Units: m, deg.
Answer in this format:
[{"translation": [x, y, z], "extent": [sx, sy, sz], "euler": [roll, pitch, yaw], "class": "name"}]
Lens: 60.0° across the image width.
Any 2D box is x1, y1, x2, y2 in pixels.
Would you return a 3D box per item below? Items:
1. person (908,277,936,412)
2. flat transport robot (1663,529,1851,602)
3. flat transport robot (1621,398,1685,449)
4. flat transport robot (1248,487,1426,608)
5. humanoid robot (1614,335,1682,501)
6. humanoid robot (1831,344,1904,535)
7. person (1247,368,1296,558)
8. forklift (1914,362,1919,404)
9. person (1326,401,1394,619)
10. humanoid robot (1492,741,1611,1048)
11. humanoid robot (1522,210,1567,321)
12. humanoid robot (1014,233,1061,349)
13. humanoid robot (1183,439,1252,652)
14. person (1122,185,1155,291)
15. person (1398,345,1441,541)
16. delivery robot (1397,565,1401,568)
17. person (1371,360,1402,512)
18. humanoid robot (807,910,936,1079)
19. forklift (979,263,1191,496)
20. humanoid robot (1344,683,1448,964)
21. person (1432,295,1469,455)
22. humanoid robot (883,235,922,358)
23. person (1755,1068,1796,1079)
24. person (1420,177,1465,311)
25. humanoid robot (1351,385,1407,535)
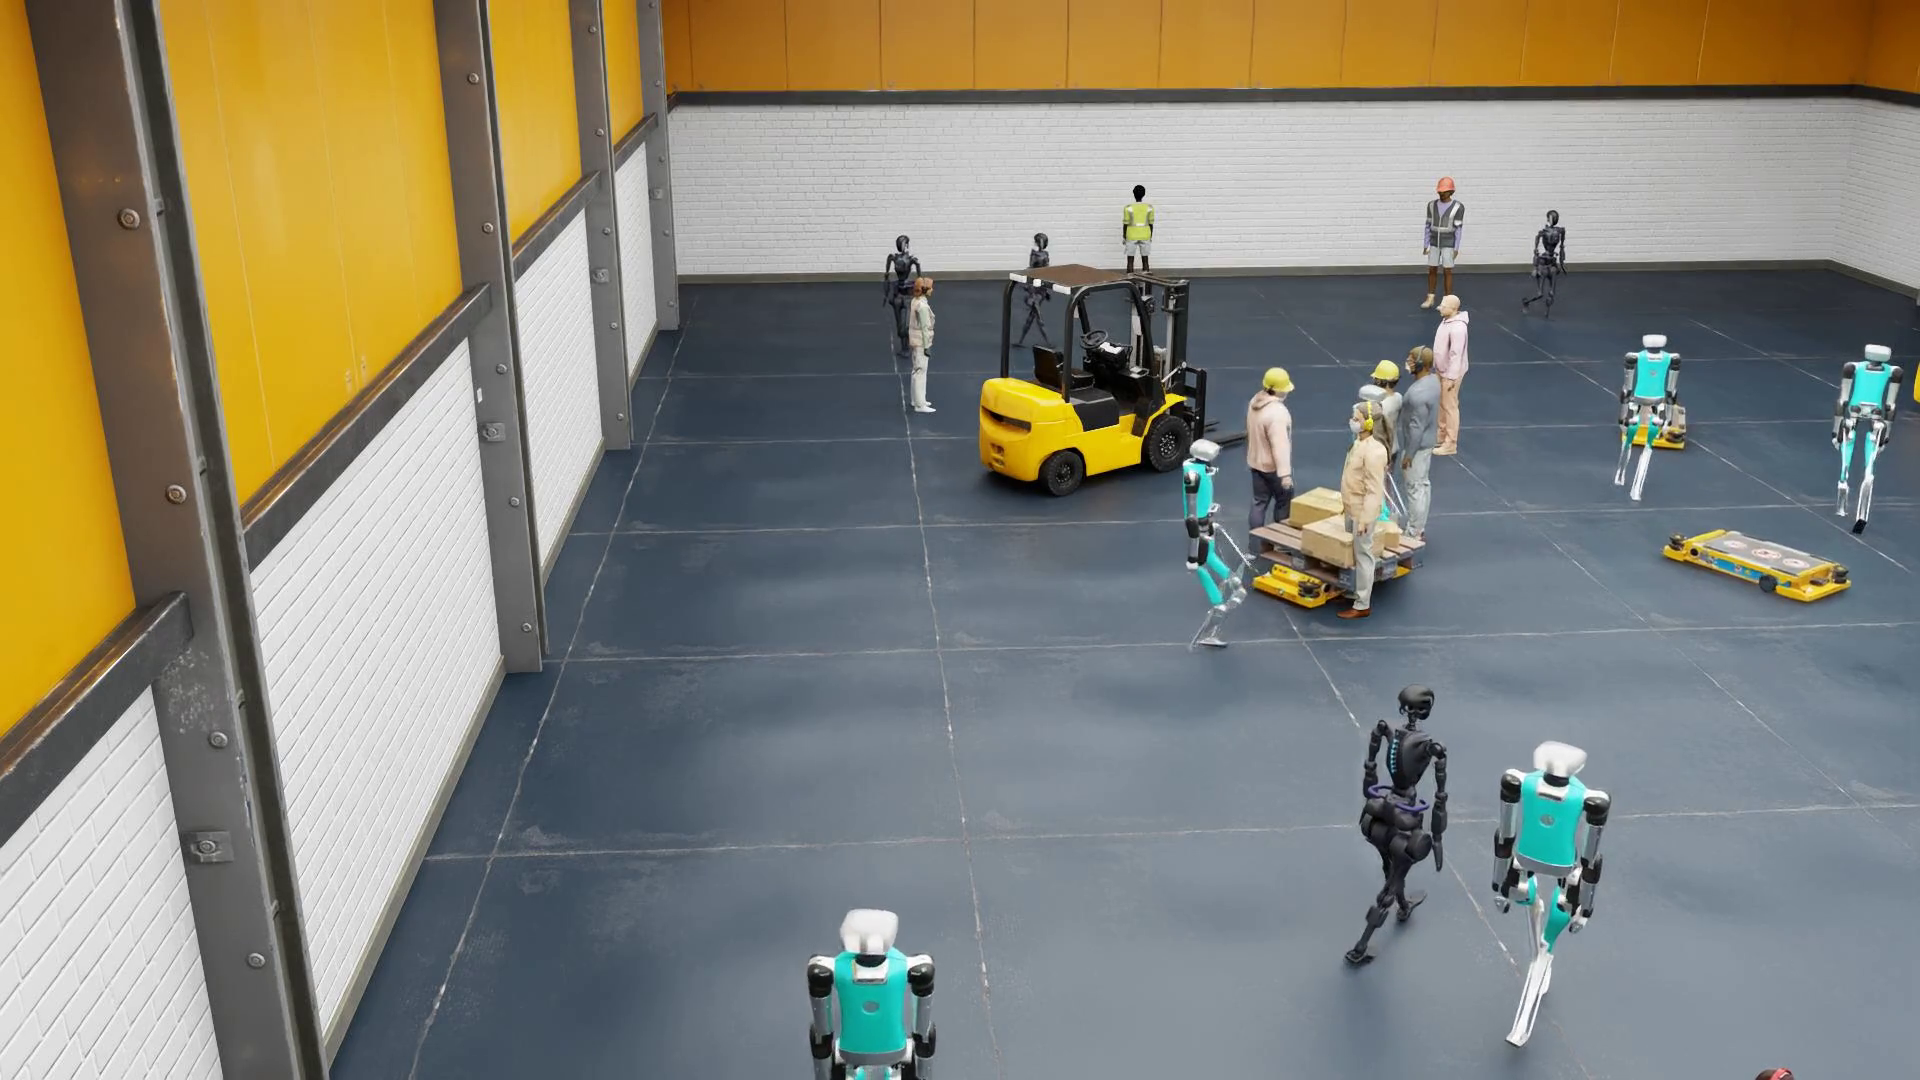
[{"translation": [-0.465, -2.358, 20.074], "extent": [0.313, 1.632, 0.519], "euler": [-4, 21, -12], "class": "person"}, {"translation": [7.211, 0.204, 15.072], "extent": [0.659, 0.231, 1.431], "euler": [-13, 24, -31], "class": "flat transport robot"}, {"translation": [8.054, -1.353, 19.313], "extent": [0.659, 0.231, 1.431], "euler": [8, 22, 20], "class": "flat transport robot"}, {"translation": [3.348, 0.271, 14.889], "extent": [1.431, 0.231, 0.659], "euler": [-15, 25, -36], "class": "flat transport robot"}, {"translation": [6.978, -1.259, 17.049], "extent": [0.548, 1.857, 0.859], "euler": [5, 21, 13], "class": "humanoid robot"}, {"translation": [8.758, -0.933, 16.076], "extent": [0.542, 1.772, 0.967], "euler": [7, 21, 18], "class": "humanoid robot"}, {"translation": [2.914, -0.732, 15.366], "extent": [0.652, 1.822, 0.917], "euler": [-9, 22, -24], "class": "person"}, {"translation": [12.602, -2.435, 19.475], "extent": [2.313, 2.155, 1.214], "euler": [-1, 20, -4], "class": "forklift"}, {"translation": [3.391, -0.259, 14.006], "extent": [0.414, 1.877, 0.550], "euler": [-1, 20, -4], "class": "person"}, {"translation": [3.094, 1.771, 8.713], "extent": [0.536, 1.733, 1.050], "euler": [12, 23, 29], "class": "humanoid robot"}, {"translation": [8.737, -4.113, 24.812], "extent": [0.611, 1.642, 0.523], "euler": [-8, 22, -21], "class": "humanoid robot"}, {"translation": [1.094, -3.419, 22.962], "extent": [0.788, 1.626, 0.608], "euler": [10, 22, 25], "class": "humanoid robot"}, {"translation": [2.070, 0.090, 13.279], "extent": [0.684, 1.810, 0.560], "euler": [7, 21, 18], "class": "humanoid robot"}, {"translation": [2.874, -4.876, 26.850], "extent": [0.531, 1.689, 0.322], "euler": [-3, 20, -7], "class": "person"}, {"translation": [4.271, -0.867, 15.569], "extent": [0.371, 1.938, 0.628], "euler": [10, 23, 26], "class": "person"}, {"translation": [3.779, -0.019, 15.279], "extent": [0.499, 0.606, 0.781], "euler": [2, 20, 6], "class": "delivery robot"}, {"translation": [3.970, -0.827, 15.706], "extent": [0.312, 1.769, 0.523], "euler": [13, 24, 32], "class": "person"}, {"translation": [-0.373, 2.280, 7.298], "extent": [0.530, 1.776, 0.791], "euler": [0, 20, -1], "class": "humanoid robot"}, {"translation": [1.315, -1.764, 17.646], "extent": [2.313, 2.155, 1.214], "euler": [-14, 24, -33], "class": "forklift"}, {"translation": [2.483, 1.570, 9.376], "extent": [0.816, 1.620, 0.593], "euler": [-15, 25, -35], "class": "humanoid robot"}, {"translation": [5.431, -1.838, 18.454], "extent": [0.408, 1.775, 0.526], "euler": [-1, 20, -4], "class": "person"}, {"translation": [-0.794, -3.321, 22.632], "extent": [0.611, 1.646, 0.477], "euler": [10, 22, 25], "class": "humanoid robot"}, {"translation": [2.964, 2.687, 6.293], "extent": [0.470, 1.651, 0.327], "euler": [-6, 21, -15], "class": "person"}, {"translation": [7.343, -4.514, 25.381], "extent": [0.598, 2.035, 0.398], "euler": [16, 26, 37], "class": "person"}, {"translation": [3.782, -0.433, 14.784], "extent": [0.684, 1.871, 0.546], "euler": [12, 23, 29], "class": "humanoid robot"}]
